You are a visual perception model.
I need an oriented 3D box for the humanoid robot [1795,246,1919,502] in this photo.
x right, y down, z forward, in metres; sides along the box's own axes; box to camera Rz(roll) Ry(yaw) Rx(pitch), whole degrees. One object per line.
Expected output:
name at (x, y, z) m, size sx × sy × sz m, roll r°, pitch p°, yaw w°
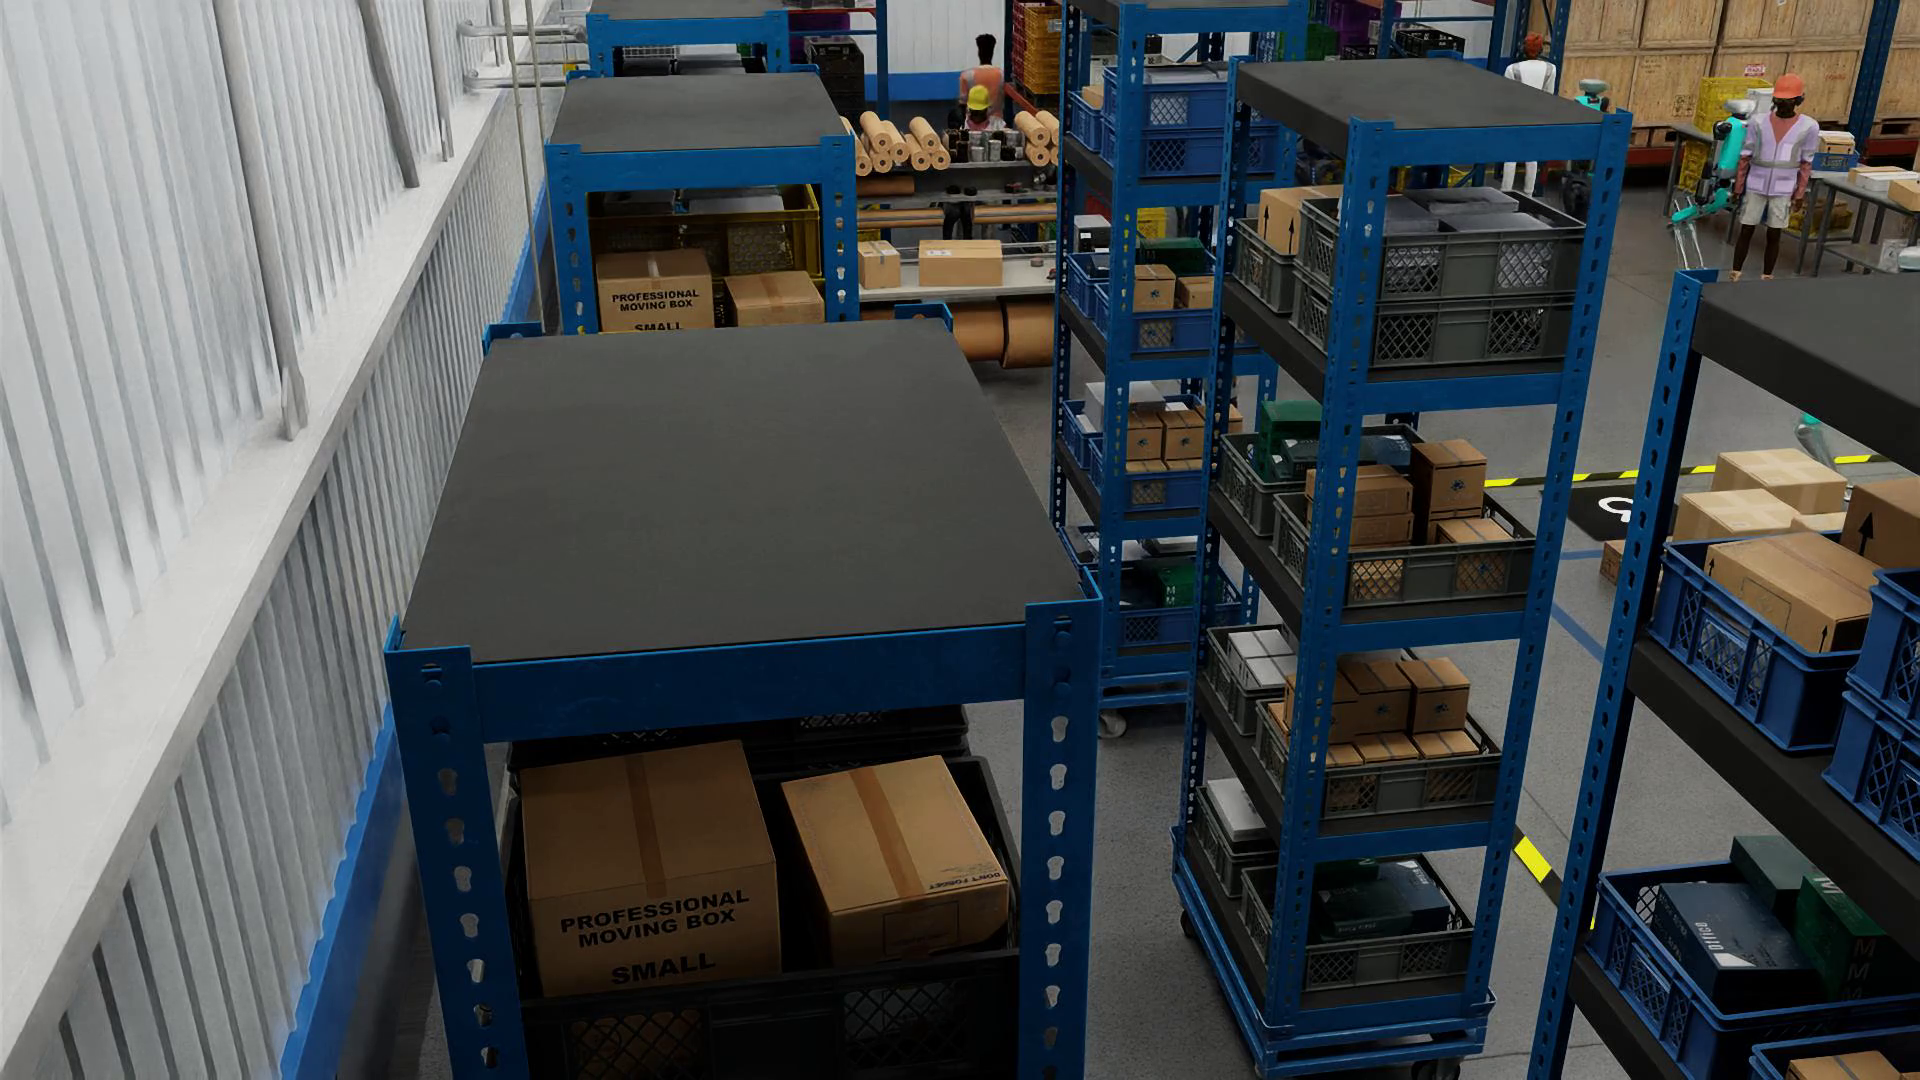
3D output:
humanoid robot at (5.777, -1.101, 10.776) m, size 0.735 × 1.676 × 0.533 m, roll 15°, pitch 29°, yaw 29°

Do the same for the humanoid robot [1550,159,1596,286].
humanoid robot at (5.145, -2.505, 14.059) m, size 0.467 × 1.644 × 0.589 m, roll 15°, pitch 28°, yaw 29°

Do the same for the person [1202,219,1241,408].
person at (1.707, -1.212, 11.039) m, size 0.385 × 1.850 × 0.596 m, roll -5°, pitch 25°, yaw -10°

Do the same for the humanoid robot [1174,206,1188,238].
humanoid robot at (2.247, -3.506, 16.304) m, size 0.607 × 1.628 × 0.795 m, roll -4°, pitch 25°, yaw -10°

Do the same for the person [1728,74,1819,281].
person at (7.358, -3.192, 15.116) m, size 0.614 × 2.041 × 0.373 m, roll 14°, pitch 28°, yaw 27°

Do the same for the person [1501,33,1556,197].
person at (6.267, -4.656, 18.488) m, size 0.572 × 1.883 × 0.354 m, roll 0°, pitch 25°, yaw 0°

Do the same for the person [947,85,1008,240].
person at (0.165, -3.408, 15.848) m, size 0.587 × 1.822 × 0.403 m, roll 0°, pitch 25°, yaw 0°

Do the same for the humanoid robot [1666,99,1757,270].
humanoid robot at (6.993, -3.322, 15.603) m, size 0.533 × 1.677 × 0.735 m, roll -10°, pitch 27°, yaw -21°

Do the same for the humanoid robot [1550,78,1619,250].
humanoid robot at (6.368, -3.621, 16.493) m, size 0.545 × 1.777 × 1.052 m, roll -14°, pitch 28°, yaw -27°

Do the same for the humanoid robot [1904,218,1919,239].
humanoid robot at (9.485, -3.427, 16.029) m, size 0.558 × 1.798 × 0.930 m, roll -7°, pitch 26°, yaw -16°

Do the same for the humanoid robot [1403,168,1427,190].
humanoid robot at (3.951, -2.643, 14.396) m, size 0.652 × 1.628 × 0.612 m, roll -7°, pitch 26°, yaw -14°

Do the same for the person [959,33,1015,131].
person at (0.287, -4.518, 18.104) m, size 0.650 × 1.943 × 0.549 m, roll -2°, pitch 25°, yaw -5°

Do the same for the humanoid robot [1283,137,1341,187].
humanoid robot at (3.071, -2.805, 14.698) m, size 0.599 × 1.646 × 0.416 m, roll 0°, pitch 25°, yaw 0°

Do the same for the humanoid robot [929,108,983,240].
humanoid robot at (-0.028, -3.188, 15.536) m, size 0.616 × 1.651 × 0.305 m, roll -16°, pitch 29°, yaw -30°
